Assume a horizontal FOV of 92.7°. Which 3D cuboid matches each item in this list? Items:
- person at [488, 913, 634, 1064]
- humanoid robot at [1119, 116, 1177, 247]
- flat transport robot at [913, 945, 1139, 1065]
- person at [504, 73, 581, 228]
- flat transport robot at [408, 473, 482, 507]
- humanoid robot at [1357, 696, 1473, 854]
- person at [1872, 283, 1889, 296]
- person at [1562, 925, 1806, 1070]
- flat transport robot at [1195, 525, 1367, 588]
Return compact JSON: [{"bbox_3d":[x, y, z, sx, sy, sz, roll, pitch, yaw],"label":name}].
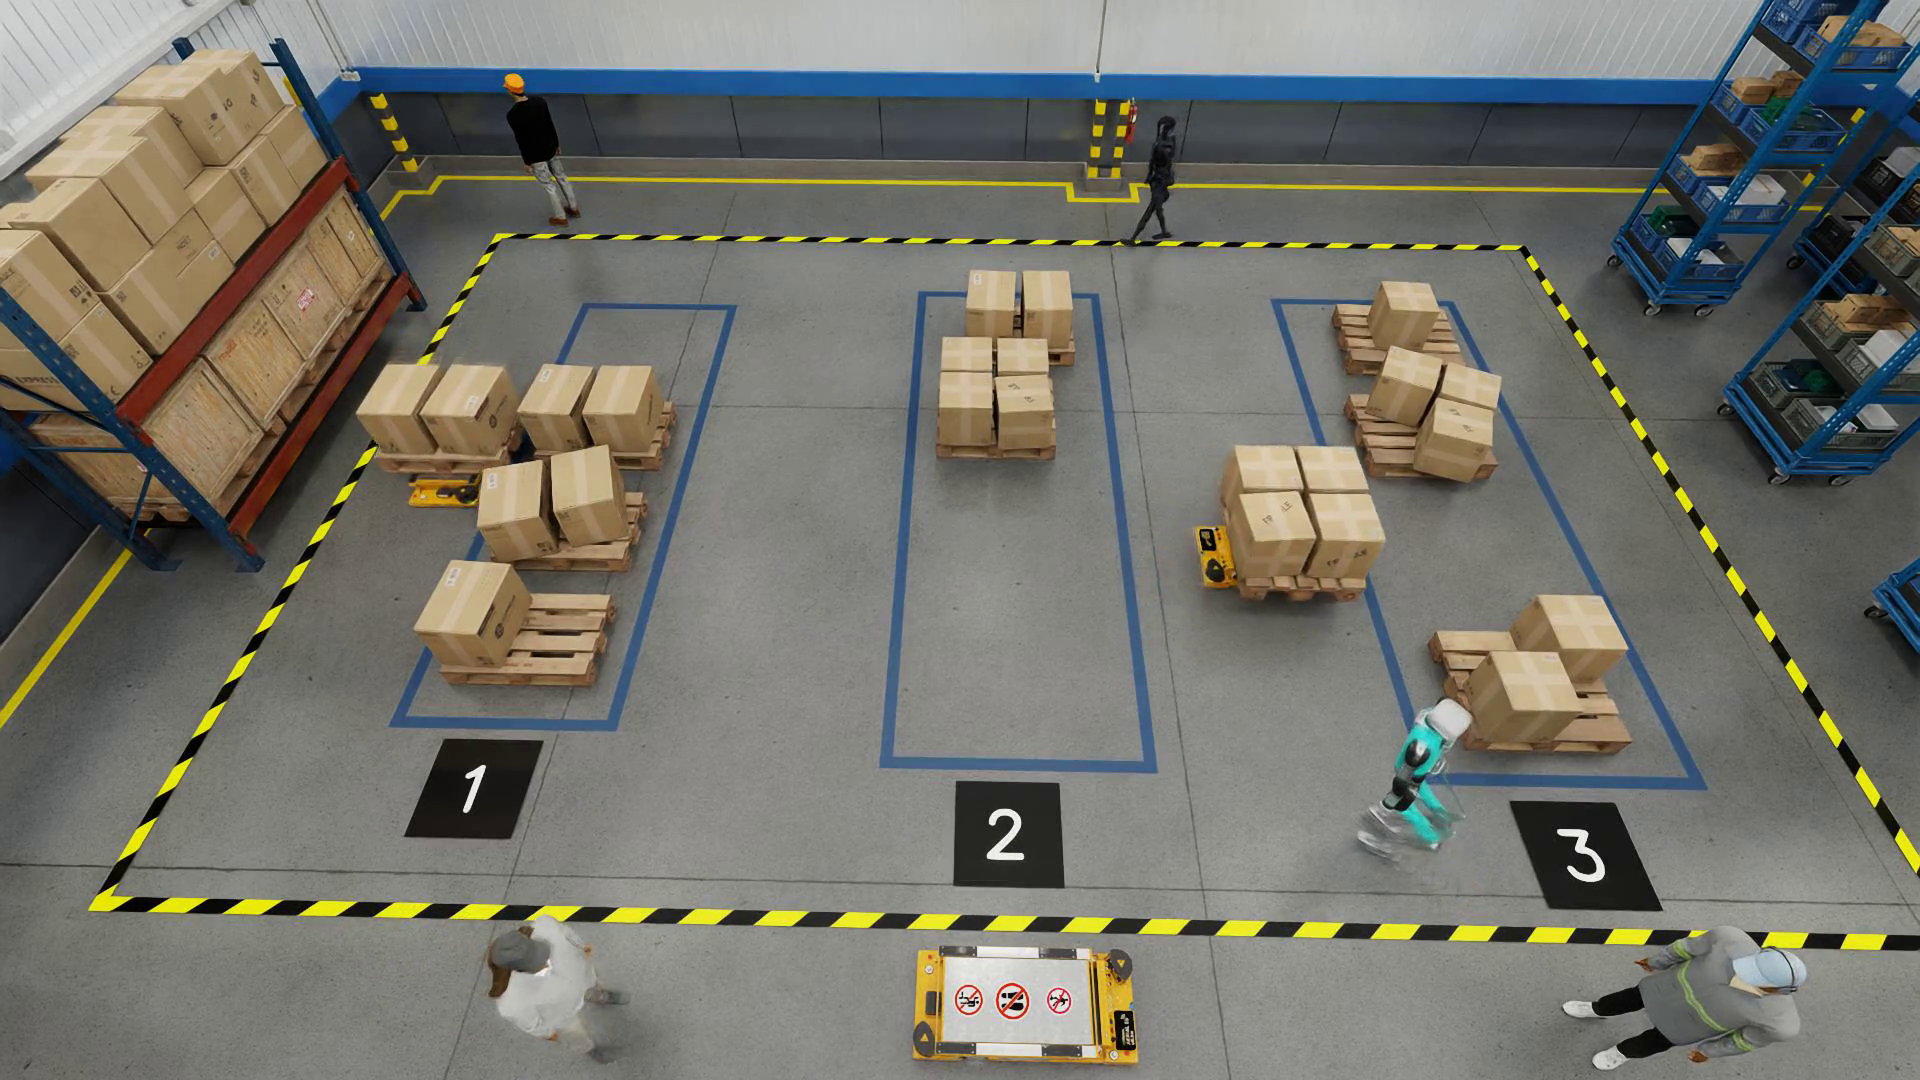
[{"bbox_3d":[-2.343,2.630,5.372,0.399,1.769,0.572,6,51,4],"label":"person"},{"bbox_3d":[2.358,-4.350,11.143,0.758,1.624,0.609,-7,51,-6],"label":"humanoid robot"},{"bbox_3d":[0.422,3.041,6.007,1.431,0.231,0.659,1,51,1],"label":"flat transport robot"},{"bbox_3d":[-5.203,-4.809,11.365,0.381,1.881,0.590,22,54,17],"label":"person"},{"bbox_3d":[-4.966,-0.924,9.221,0.652,0.197,1.431,1,51,1],"label":"flat transport robot"},{"bbox_3d":[3.143,1.683,6.079,0.735,1.677,0.533,35,59,25],"label":"humanoid robot"},{"bbox_3d":[10.310,-3.001,9.855,0.626,1.940,0.372,3,51,2],"label":"person"},{"bbox_3d":[4.172,2.677,5.285,0.396,1.847,0.588,-7,51,-5],"label":"person"},{"bbox_3d":[2.923,0.126,8.365,1.431,0.197,0.652,1,51,1],"label":"flat transport robot"}]
